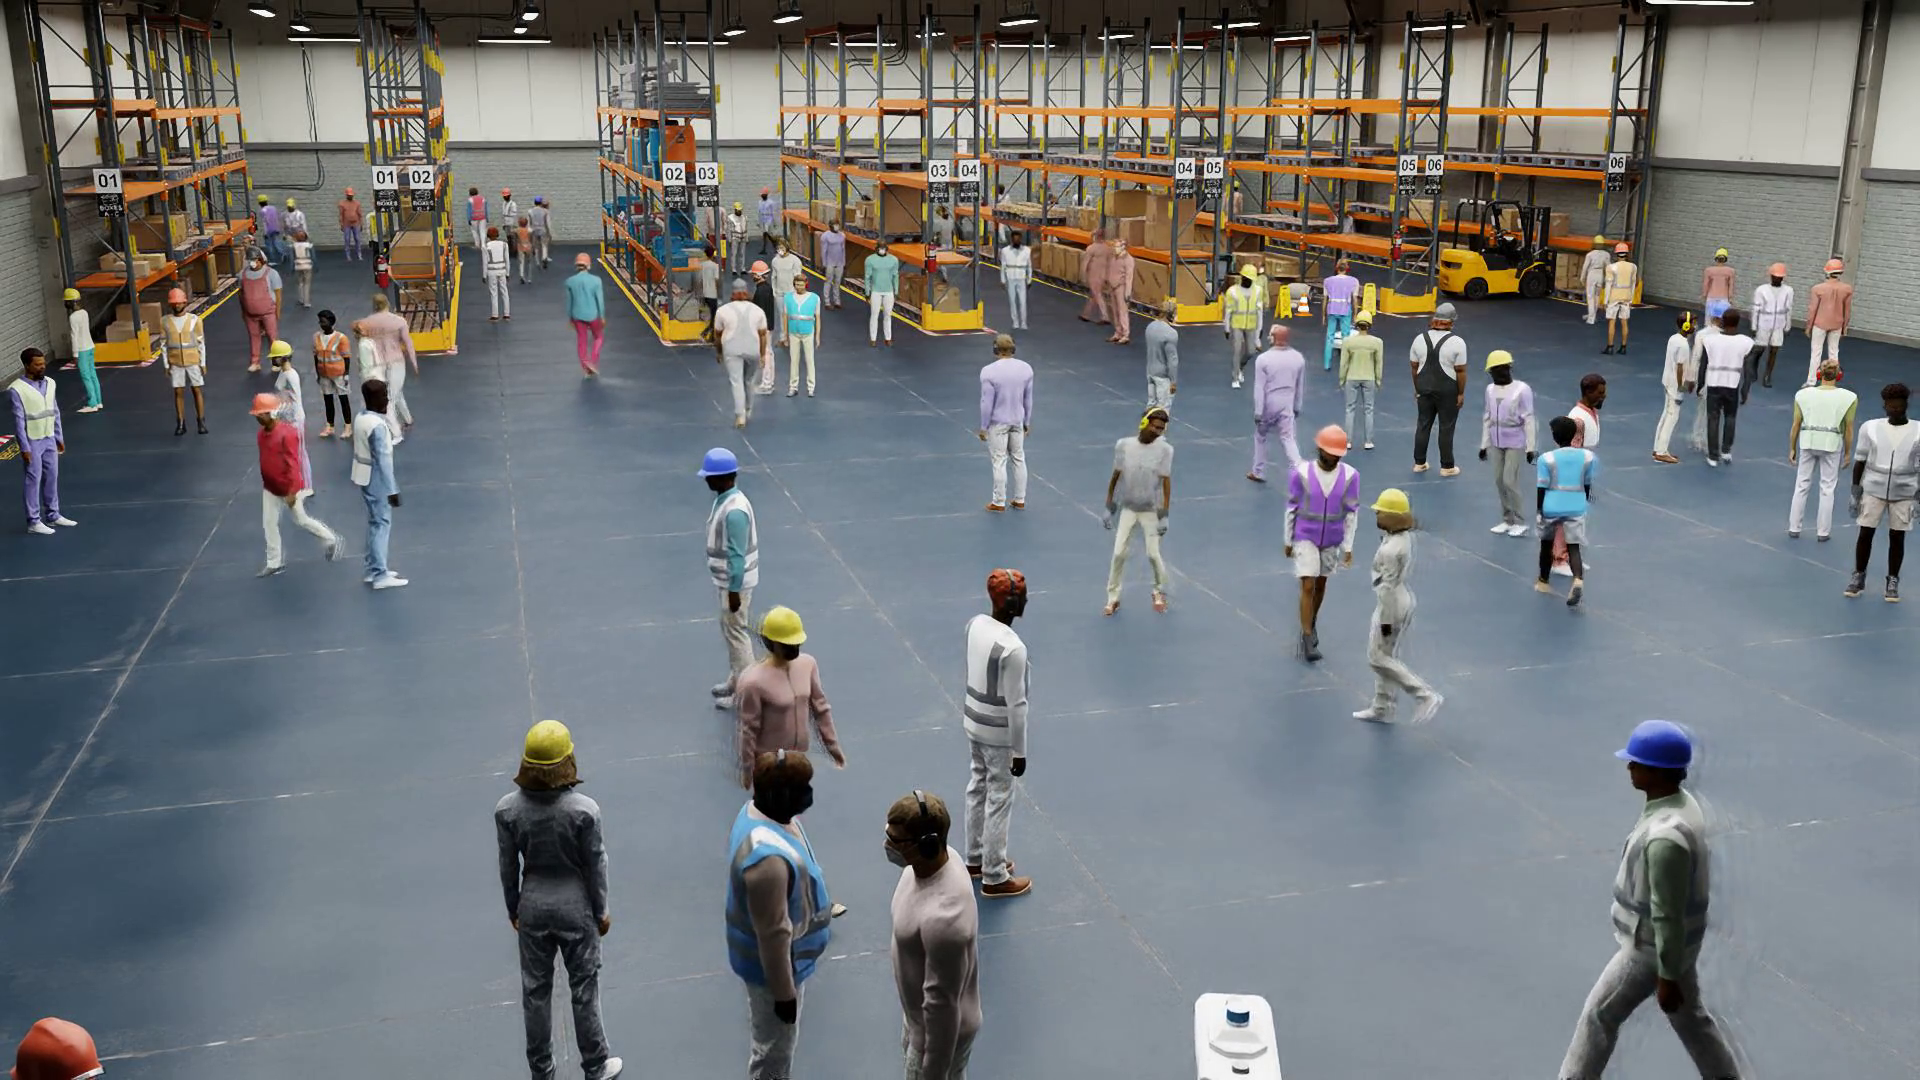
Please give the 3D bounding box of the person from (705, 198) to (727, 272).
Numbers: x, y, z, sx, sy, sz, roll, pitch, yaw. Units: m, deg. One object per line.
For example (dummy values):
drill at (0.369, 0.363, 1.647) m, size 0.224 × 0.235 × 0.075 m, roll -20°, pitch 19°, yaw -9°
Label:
person at (-6.264, -7.884, 42.692) m, size 0.621 × 1.994 × 0.381 m, roll 7°, pitch 16°, yaw 23°

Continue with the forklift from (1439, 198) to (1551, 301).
forklift at (11.913, -6.508, 37.130) m, size 2.313 × 2.155 × 1.214 m, roll -4°, pitch 15°, yaw -15°

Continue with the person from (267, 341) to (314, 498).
person at (-7.457, -1.335, 18.491) m, size 0.317 × 1.766 × 0.535 m, roll -10°, pitch 18°, yaw -32°

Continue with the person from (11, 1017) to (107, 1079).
person at (-2.626, 2.246, 5.035) m, size 0.325 × 1.752 × 0.563 m, roll 7°, pitch 16°, yaw 24°

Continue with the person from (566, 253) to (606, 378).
person at (-5.943, -3.578, 26.511) m, size 0.650 × 1.977 × 0.476 m, roll 2°, pitch 15°, yaw 7°

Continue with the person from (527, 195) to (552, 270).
person at (-10.918, -7.977, 43.170) m, size 0.632 × 1.926 × 0.450 m, roll -3°, pitch 15°, yaw -10°

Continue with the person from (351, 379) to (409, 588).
person at (-5.317, -0.510, 15.119) m, size 0.382 × 1.909 × 0.601 m, roll -9°, pitch 17°, yaw -30°

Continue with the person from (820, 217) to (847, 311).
person at (-2.641, -5.797, 34.946) m, size 0.629 × 1.940 × 0.379 m, roll -12°, pitch 19°, yaw -39°

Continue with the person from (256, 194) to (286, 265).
person at (-18.351, -8.245, 44.230) m, size 0.525 × 1.898 × 0.627 m, roll 5°, pitch 16°, yaw 19°

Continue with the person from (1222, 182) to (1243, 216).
person at (8.420, -10.126, 51.395) m, size 0.607 × 1.863 × 1.020 m, roll 7°, pitch 16°, yaw 23°

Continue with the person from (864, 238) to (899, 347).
person at (-1.400, -4.435, 29.823) m, size 0.635 × 1.936 × 0.352 m, roll -4°, pitch 15°, yaw -14°

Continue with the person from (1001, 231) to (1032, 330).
person at (1.085, -4.964, 31.918) m, size 0.603 × 1.878 × 0.938 m, roll 1°, pitch 15°, yaw 3°

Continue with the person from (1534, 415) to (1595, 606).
person at (5.315, -0.251, 14.602) m, size 0.526 × 1.663 × 0.751 m, roll 1°, pitch 15°, yaw 2°

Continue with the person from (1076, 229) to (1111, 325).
person at (2.660, -5.200, 32.863) m, size 0.987 × 1.858 × 0.651 m, roll 14°, pitch 20°, yaw 41°

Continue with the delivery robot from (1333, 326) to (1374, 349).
delivery robot at (6.702, -3.421, 28.477) m, size 0.707 × 0.478 × 0.477 m, roll 14°, pitch 20°, yaw 42°

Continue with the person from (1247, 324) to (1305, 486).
person at (3.647, -1.525, 18.998) m, size 0.650 × 1.878 × 0.890 m, roll -5°, pitch 16°, yaw -20°

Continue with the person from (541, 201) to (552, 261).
person at (-11.352, -8.462, 45.572) m, size 0.318 × 1.630 × 0.513 m, roll -3°, pitch 15°, yaw -10°

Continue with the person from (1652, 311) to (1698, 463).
person at (8.754, -1.873, 20.346) m, size 0.325 × 1.861 × 0.518 m, roll 2°, pitch 15°, yaw 9°

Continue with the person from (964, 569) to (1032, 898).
person at (0.209, 1.069, 9.241) m, size 0.353 × 1.879 × 0.567 m, roll -7°, pitch 17°, yaw -25°

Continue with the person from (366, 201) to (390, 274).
person at (-14.185, -7.359, 40.718) m, size 0.625 × 1.991 × 0.394 m, roll -13°, pitch 20°, yaw -40°

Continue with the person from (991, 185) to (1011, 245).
person at (1.291, -9.953, 50.869) m, size 0.636 × 1.792 × 0.958 m, roll -9°, pitch 17°, yaw -30°

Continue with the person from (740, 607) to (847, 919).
person at (-0.905, 1.191, 9.058) m, size 0.896 × 1.719 × 0.541 m, roll 11°, pitch 19°, yaw 36°

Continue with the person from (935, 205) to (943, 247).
person at (-0.521, -8.018, 43.909) m, size 0.285 × 1.626 × 0.496 m, roll -2°, pitch 15°, yaw -9°

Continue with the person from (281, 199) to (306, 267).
person at (-17.574, -8.105, 43.899) m, size 0.599 × 1.806 × 0.842 m, roll -4°, pitch 16°, yaw -16°

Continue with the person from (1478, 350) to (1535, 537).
person at (5.577, -0.979, 16.944) m, size 0.420 × 1.876 × 0.686 m, roll -7°, pitch 16°, yaw -24°

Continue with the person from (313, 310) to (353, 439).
person at (-8.200, -2.167, 21.748) m, size 0.535 × 1.697 × 0.322 m, roll 4°, pitch 15°, yaw 15°

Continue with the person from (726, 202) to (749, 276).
person at (-5.560, -7.557, 41.772) m, size 0.590 × 1.833 × 0.404 m, roll -11°, pitch 19°, yaw -36°

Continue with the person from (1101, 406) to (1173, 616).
person at (1.517, -0.261, 14.330) m, size 0.593 × 1.835 × 0.425 m, roll 2°, pitch 15°, yaw 9°

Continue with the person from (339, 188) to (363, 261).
person at (-16.685, -8.654, 45.615) m, size 0.618 × 1.986 × 0.406 m, roll -9°, pitch 17°, yaw -30°

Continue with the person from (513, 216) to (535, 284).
person at (-10.450, -6.943, 39.880) m, size 0.521 × 1.618 × 0.709 m, roll -2°, pitch 15°, yaw -9°

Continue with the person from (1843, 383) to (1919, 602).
person at (8.226, -0.415, 14.687) m, size 0.679 × 1.944 × 0.368 m, roll 10°, pitch 18°, yaw 32°

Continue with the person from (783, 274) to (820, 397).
person at (-2.353, -3.051, 24.807) m, size 0.563 × 1.838 × 0.390 m, roll 2°, pitch 15°, yaw 6°

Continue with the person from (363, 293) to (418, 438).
person at (-7.568, -2.314, 22.000) m, size 0.685 × 1.875 × 1.031 m, roll 2°, pitch 15°, yaw 8°

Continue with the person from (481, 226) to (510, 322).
person at (-9.257, -5.303, 33.195) m, size 0.572 × 1.883 × 0.356 m, roll -12°, pitch 19°, yaw -39°

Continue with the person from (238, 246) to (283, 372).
person at (-11.382, -3.748, 27.040) m, size 0.684 × 2.000 × 0.536 m, roll 0°, pitch 15°, yaw 0°

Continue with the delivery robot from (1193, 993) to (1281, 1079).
delivery robot at (1.195, 2.233, 7.201) m, size 0.477 × 0.478 × 0.707 m, roll 1°, pitch 15°, yaw 6°

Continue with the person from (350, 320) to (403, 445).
person at (-7.530, -2.017, 21.379) m, size 0.619 × 1.618 × 0.535 m, roll -4°, pitch 15°, yaw -15°

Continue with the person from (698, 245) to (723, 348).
person at (-4.427, -4.306, 29.530) m, size 0.483 × 1.839 × 0.542 m, roll -12°, pitch 19°, yaw -38°

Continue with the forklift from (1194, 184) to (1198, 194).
forklift at (7.392, -11.333, 53.972) m, size 1.873 × 2.768 × 1.129 m, roll -4°, pitch 15°, yaw -15°

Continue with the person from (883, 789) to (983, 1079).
person at (-0.105, 1.836, 6.243) m, size 0.375 × 1.933 × 0.625 m, roll -1°, pitch 15°, yaw -6°
